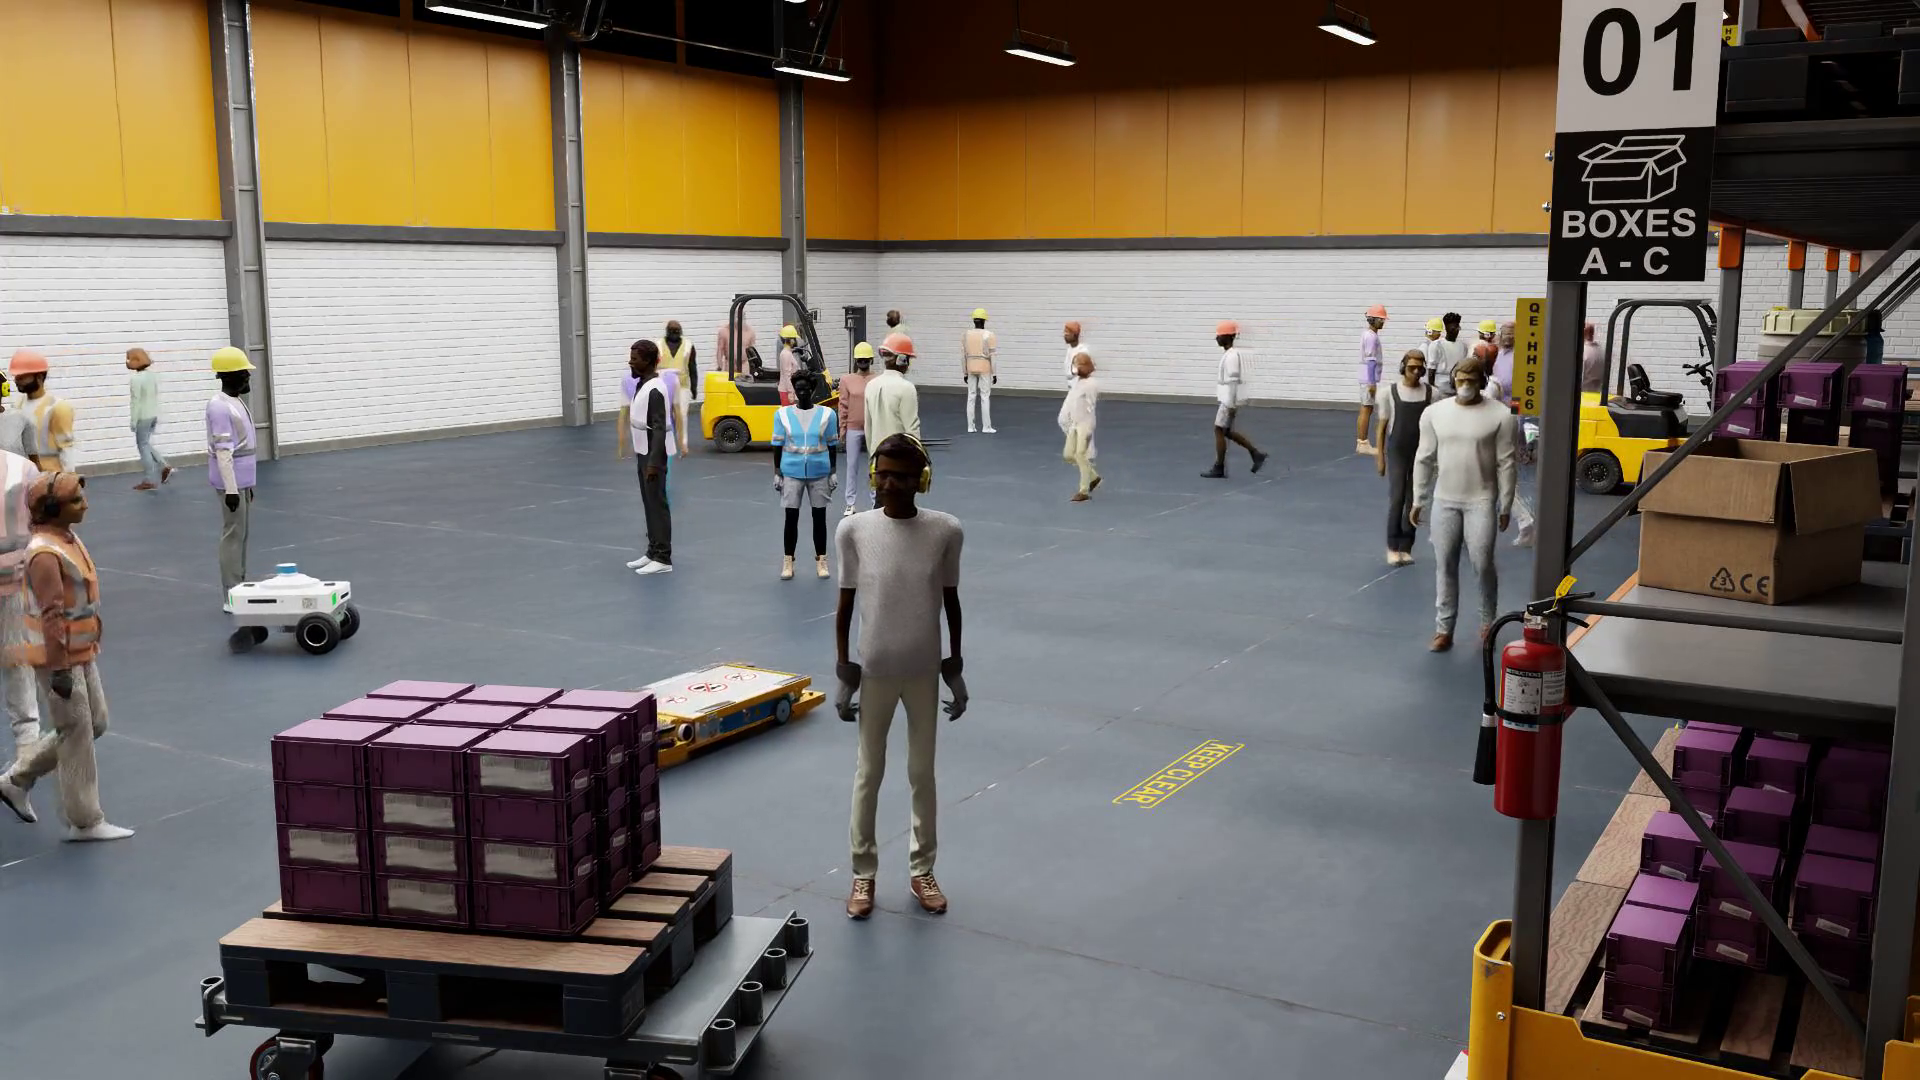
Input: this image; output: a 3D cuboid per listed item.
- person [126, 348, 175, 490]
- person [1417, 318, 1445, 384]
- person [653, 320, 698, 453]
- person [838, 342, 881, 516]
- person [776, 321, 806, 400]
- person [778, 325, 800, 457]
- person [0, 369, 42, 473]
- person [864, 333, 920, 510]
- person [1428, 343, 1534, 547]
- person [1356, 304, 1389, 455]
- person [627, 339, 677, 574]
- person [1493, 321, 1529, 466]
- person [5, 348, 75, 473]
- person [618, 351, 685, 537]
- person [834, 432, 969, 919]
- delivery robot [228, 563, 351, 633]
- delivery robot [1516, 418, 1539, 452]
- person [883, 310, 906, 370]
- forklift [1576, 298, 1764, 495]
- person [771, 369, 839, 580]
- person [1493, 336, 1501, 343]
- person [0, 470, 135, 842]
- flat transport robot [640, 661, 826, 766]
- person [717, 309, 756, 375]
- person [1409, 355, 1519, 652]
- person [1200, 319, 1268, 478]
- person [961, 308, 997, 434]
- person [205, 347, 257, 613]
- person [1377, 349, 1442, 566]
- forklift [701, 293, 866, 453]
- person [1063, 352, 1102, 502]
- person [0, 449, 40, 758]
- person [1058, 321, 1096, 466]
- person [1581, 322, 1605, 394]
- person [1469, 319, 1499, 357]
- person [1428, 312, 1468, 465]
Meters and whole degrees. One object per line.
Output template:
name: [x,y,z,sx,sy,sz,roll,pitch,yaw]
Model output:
person: [-9.240,-1.369,18.849,0.385,1.619,0.526,0,9,-1]
person: [6.735,-2.264,23.832,0.403,1.823,0.587,5,10,27]
person: [-3.909,-2.095,22.782,0.650,1.822,0.432,-2,9,-13]
person: [-0.971,-1.117,16.848,0.525,1.769,0.311,-1,9,-5]
person: [-2.955,-3.018,29.131,0.507,1.631,0.269,0,9,-1]
person: [-2.266,-1.958,22.090,0.304,1.772,0.525,-1,9,-7]
person: [-6.321,-0.227,10.972,0.534,1.868,0.309,-2,9,-15]
person: [-0.503,-0.636,13.145,0.388,1.991,0.609,-8,12,-40]
person: [4.754,-0.838,14.874,0.924,1.849,0.576,4,10,21]
person: [5.595,-2.172,22.585,0.394,2.040,0.608,2,9,10]
person: [-2.538,-0.684,13.675,0.393,1.919,0.589,-4,10,-21]
person: [6.847,-1.796,20.773,0.680,1.877,0.665,6,11,34]
person: [-6.658,-0.430,12.138,0.563,1.949,0.592,4,10,22]
person: [-2.880,-0.918,15.396,0.606,1.824,0.606,1,9,8]
person: [-0.223,0.515,6.357,0.516,1.865,0.325,-1,9,-9]
delivery robot: [-4.382,0.396,10.880,0.707,0.478,0.477,-1,9,-3]
delivery robot: [7.426,-1.366,21.881,0.477,0.478,0.707,-3,10,-18]
person: [-1.117,-3.085,28.926,0.507,1.831,0.644,-2,9,-11]
forklift: [7.954,-1.589,18.462,2.313,2.155,1.214,5,11,30]
person: [-1.239,-0.521,13.345,0.542,1.695,0.316,-1,9,-6]
person: [7.435,-1.997,22.848,0.803,1.601,0.511,2,9,14]
person: [-3.893,0.511,7.121,0.486,1.631,0.515,-3,10,-17]
flat transport robot: [-1.395,0.900,8.908,0.652,0.197,1.431,5,10,30]
person: [-3.796,-3.000,28.265,0.664,1.876,0.693,-2,9,-14]
person: [3.261,-0.231,10.812,0.641,1.936,0.435,6,11,33]
person: [3.288,-1.685,19.922,0.705,1.914,0.548,2,9,11]
person: [0.300,-2.595,25.565,0.587,1.929,0.361,4,10,24]
person: [-5.245,-0.432,12.058,0.352,1.930,0.594,-2,9,-14]
person: [3.779,-0.679,13.926,0.516,1.822,0.567,0,9,1]
forklift: [-2.458,-2.344,23.176,2.313,2.155,1.214,0,9,-2]
person: [1.327,-1.218,17.922,0.394,1.616,0.517,-3,10,-21]
person: [-4.811,0.236,8.168,0.635,1.842,0.429,-4,10,-25]
person: [1.518,-1.855,21.186,0.499,1.853,0.586,-3,10,-19]
person: [7.637,-1.699,20.197,0.649,1.886,0.830,-7,11,-37]
person: [7.231,-2.134,22.987,0.404,1.832,0.592,-1,9,-5]
person: [6.266,-1.941,21.369,0.609,1.965,0.369,-4,10,-24]
